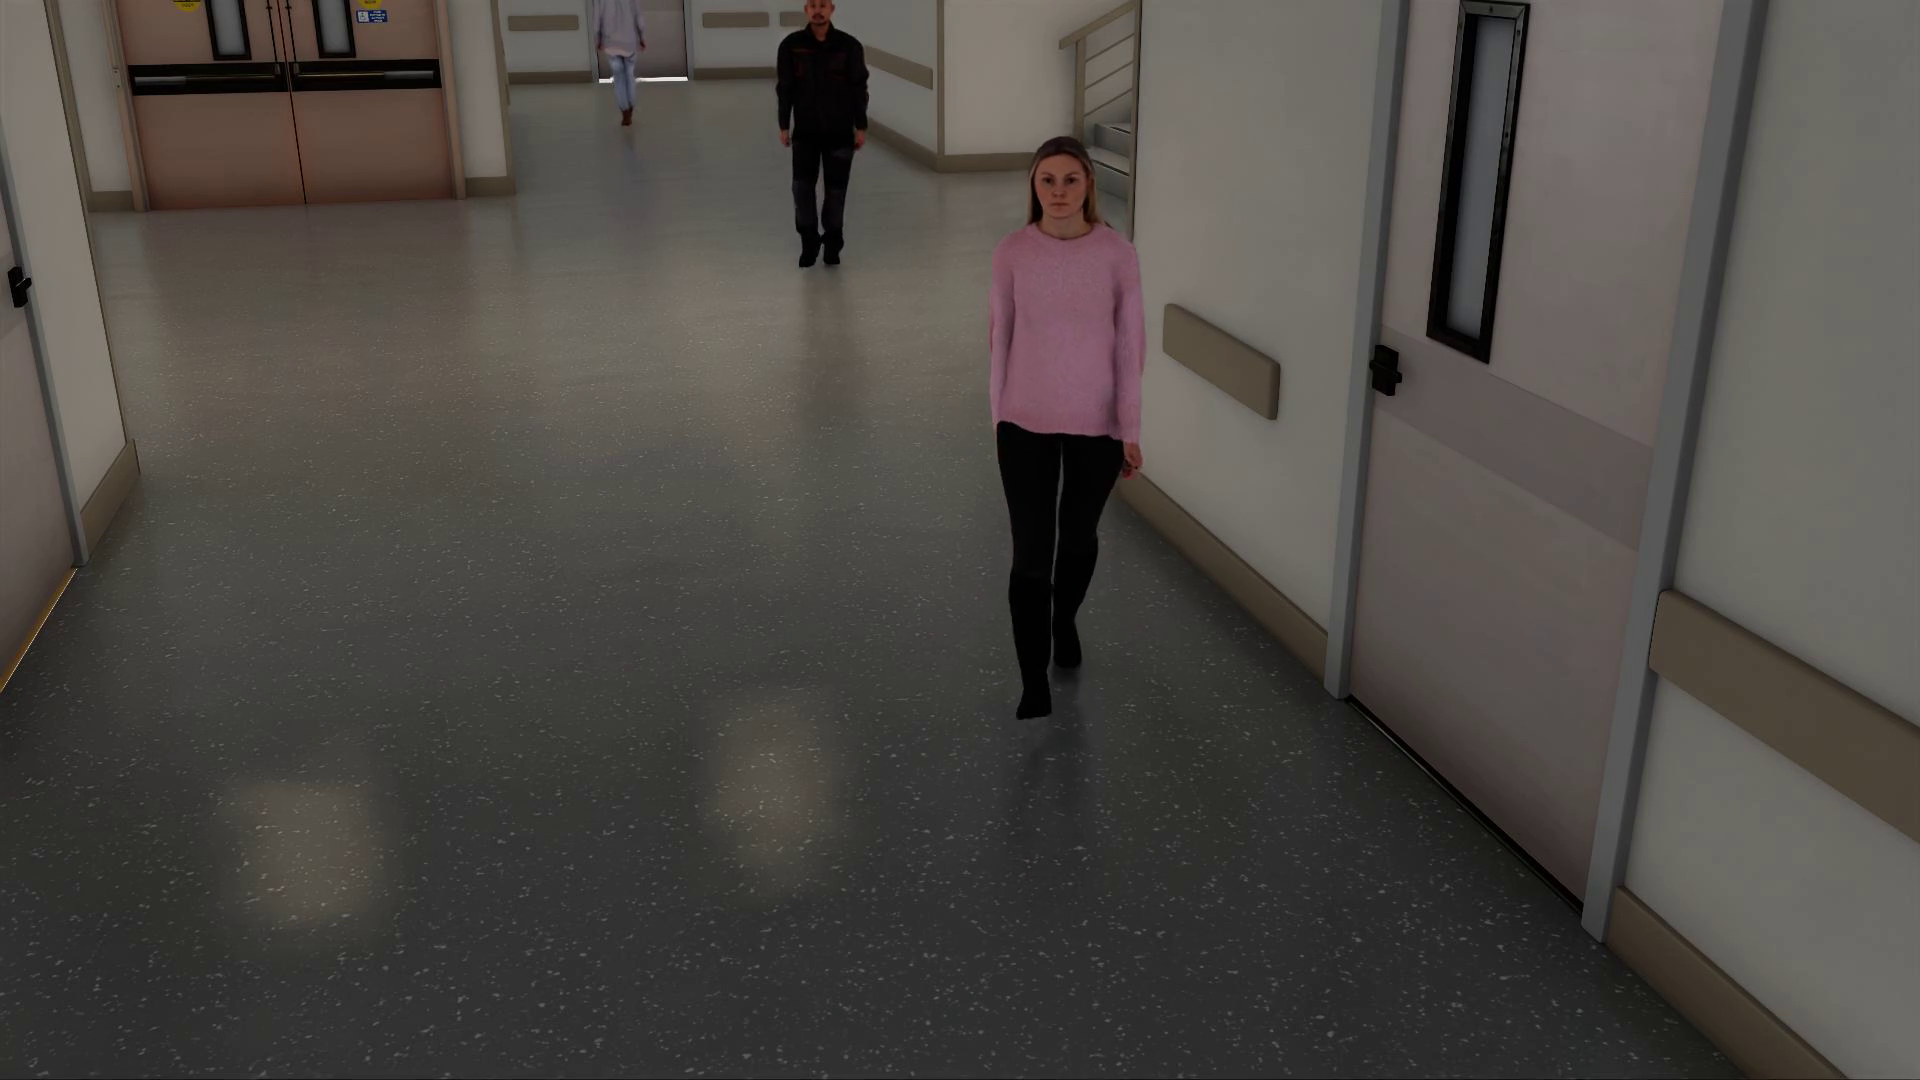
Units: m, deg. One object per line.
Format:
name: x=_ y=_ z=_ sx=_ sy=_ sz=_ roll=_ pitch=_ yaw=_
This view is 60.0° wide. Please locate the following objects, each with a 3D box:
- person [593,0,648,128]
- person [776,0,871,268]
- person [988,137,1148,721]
person: x=-3.690 y=-5.392 z=18.085 sx=1.077 sy=1.791 sz=0.811 roll=-7 pitch=22 yaw=-17
person: x=-0.914 y=-2.770 z=11.077 sx=0.700 sy=1.851 sz=0.894 roll=-1 pitch=21 yaw=-4
person: x=0.316 y=-0.339 z=4.953 sx=1.074 sy=1.644 sz=0.888 roll=1 pitch=21 yaw=2
